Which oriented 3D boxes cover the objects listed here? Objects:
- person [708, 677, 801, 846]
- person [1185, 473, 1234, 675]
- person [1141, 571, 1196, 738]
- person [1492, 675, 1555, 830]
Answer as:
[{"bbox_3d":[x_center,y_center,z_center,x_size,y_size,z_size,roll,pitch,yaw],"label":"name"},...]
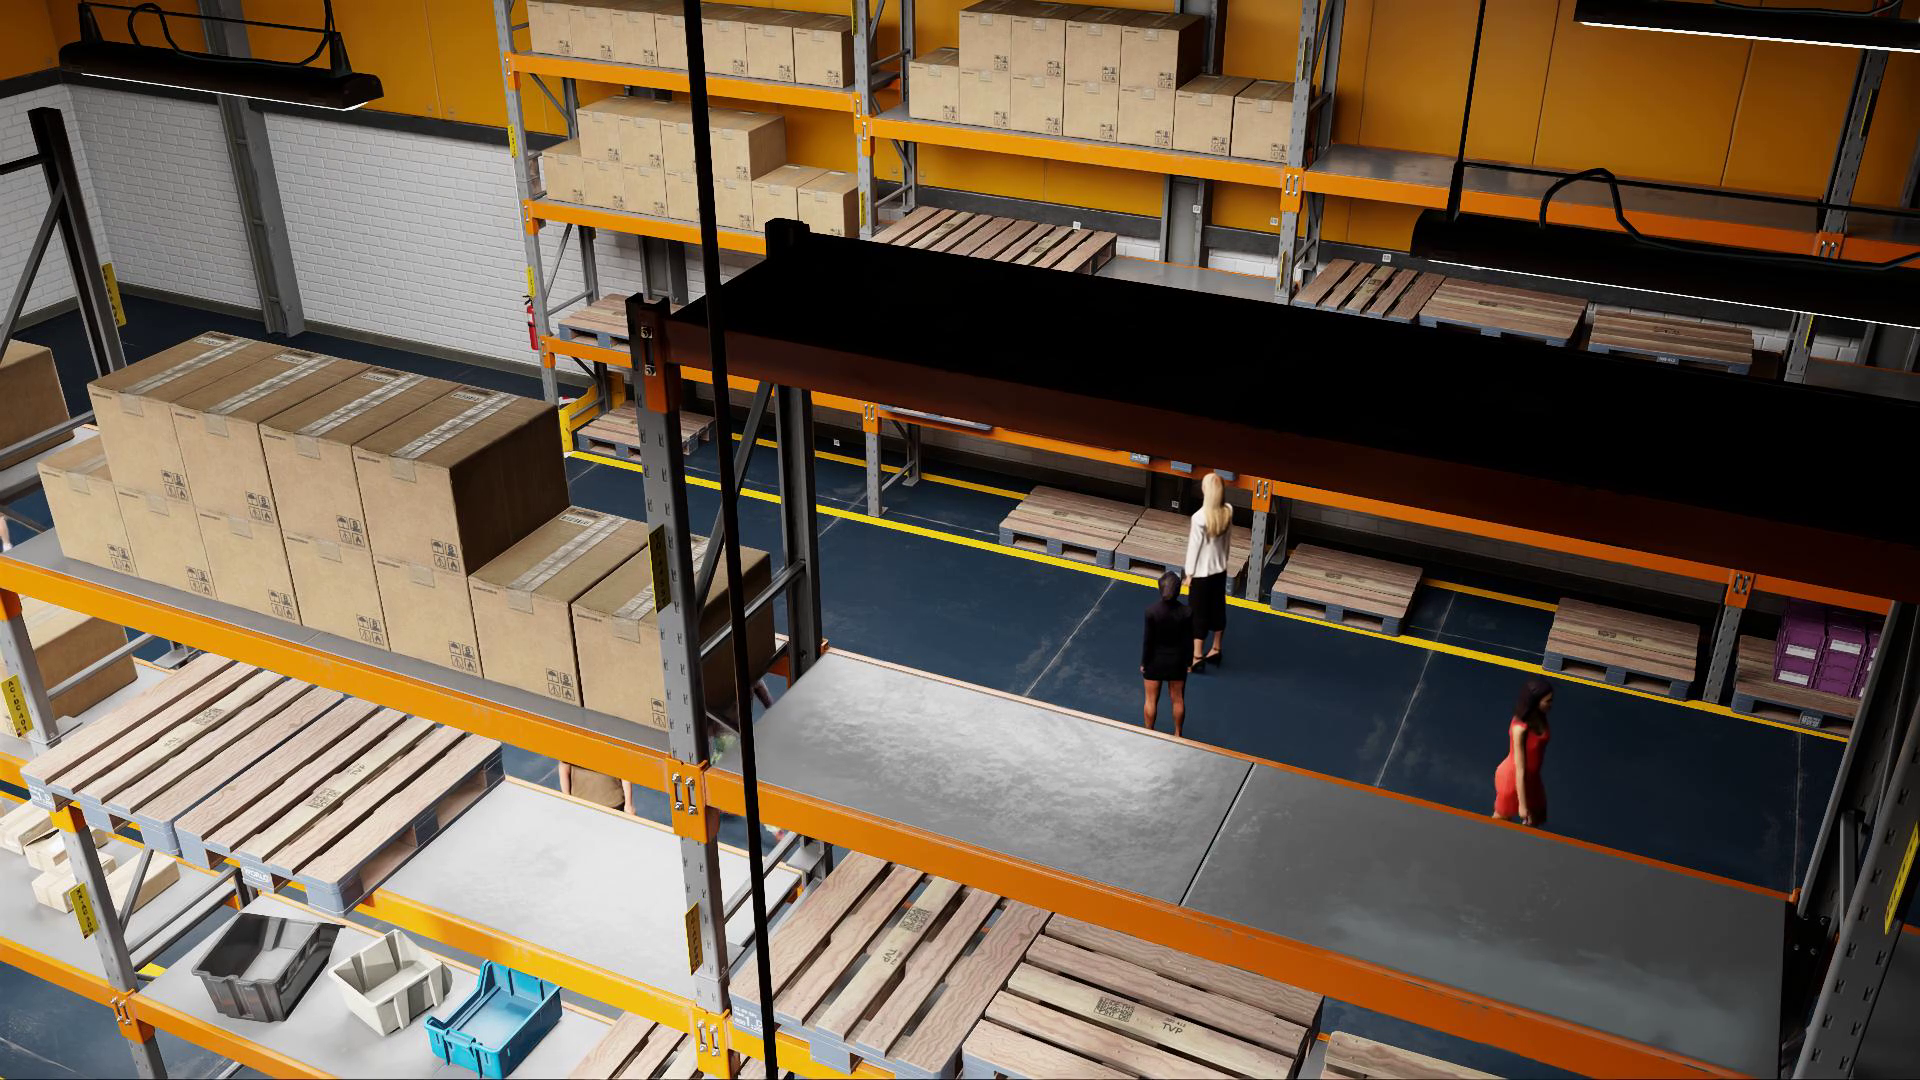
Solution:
[{"bbox_3d":[-1.746,1.395,12.160,1.216,1.816,0.856,13,31,22],"label":"person"},{"bbox_3d":[2.107,0.280,14.160,0.687,1.857,0.695,-19,34,-30],"label":"person"},{"bbox_3d":[1.627,0.975,13.114,0.672,1.639,0.737,1,29,1],"label":"person"},{"bbox_3d":[3.857,1.679,11.757,0.720,1.702,0.673,22,36,35],"label":"person"}]
